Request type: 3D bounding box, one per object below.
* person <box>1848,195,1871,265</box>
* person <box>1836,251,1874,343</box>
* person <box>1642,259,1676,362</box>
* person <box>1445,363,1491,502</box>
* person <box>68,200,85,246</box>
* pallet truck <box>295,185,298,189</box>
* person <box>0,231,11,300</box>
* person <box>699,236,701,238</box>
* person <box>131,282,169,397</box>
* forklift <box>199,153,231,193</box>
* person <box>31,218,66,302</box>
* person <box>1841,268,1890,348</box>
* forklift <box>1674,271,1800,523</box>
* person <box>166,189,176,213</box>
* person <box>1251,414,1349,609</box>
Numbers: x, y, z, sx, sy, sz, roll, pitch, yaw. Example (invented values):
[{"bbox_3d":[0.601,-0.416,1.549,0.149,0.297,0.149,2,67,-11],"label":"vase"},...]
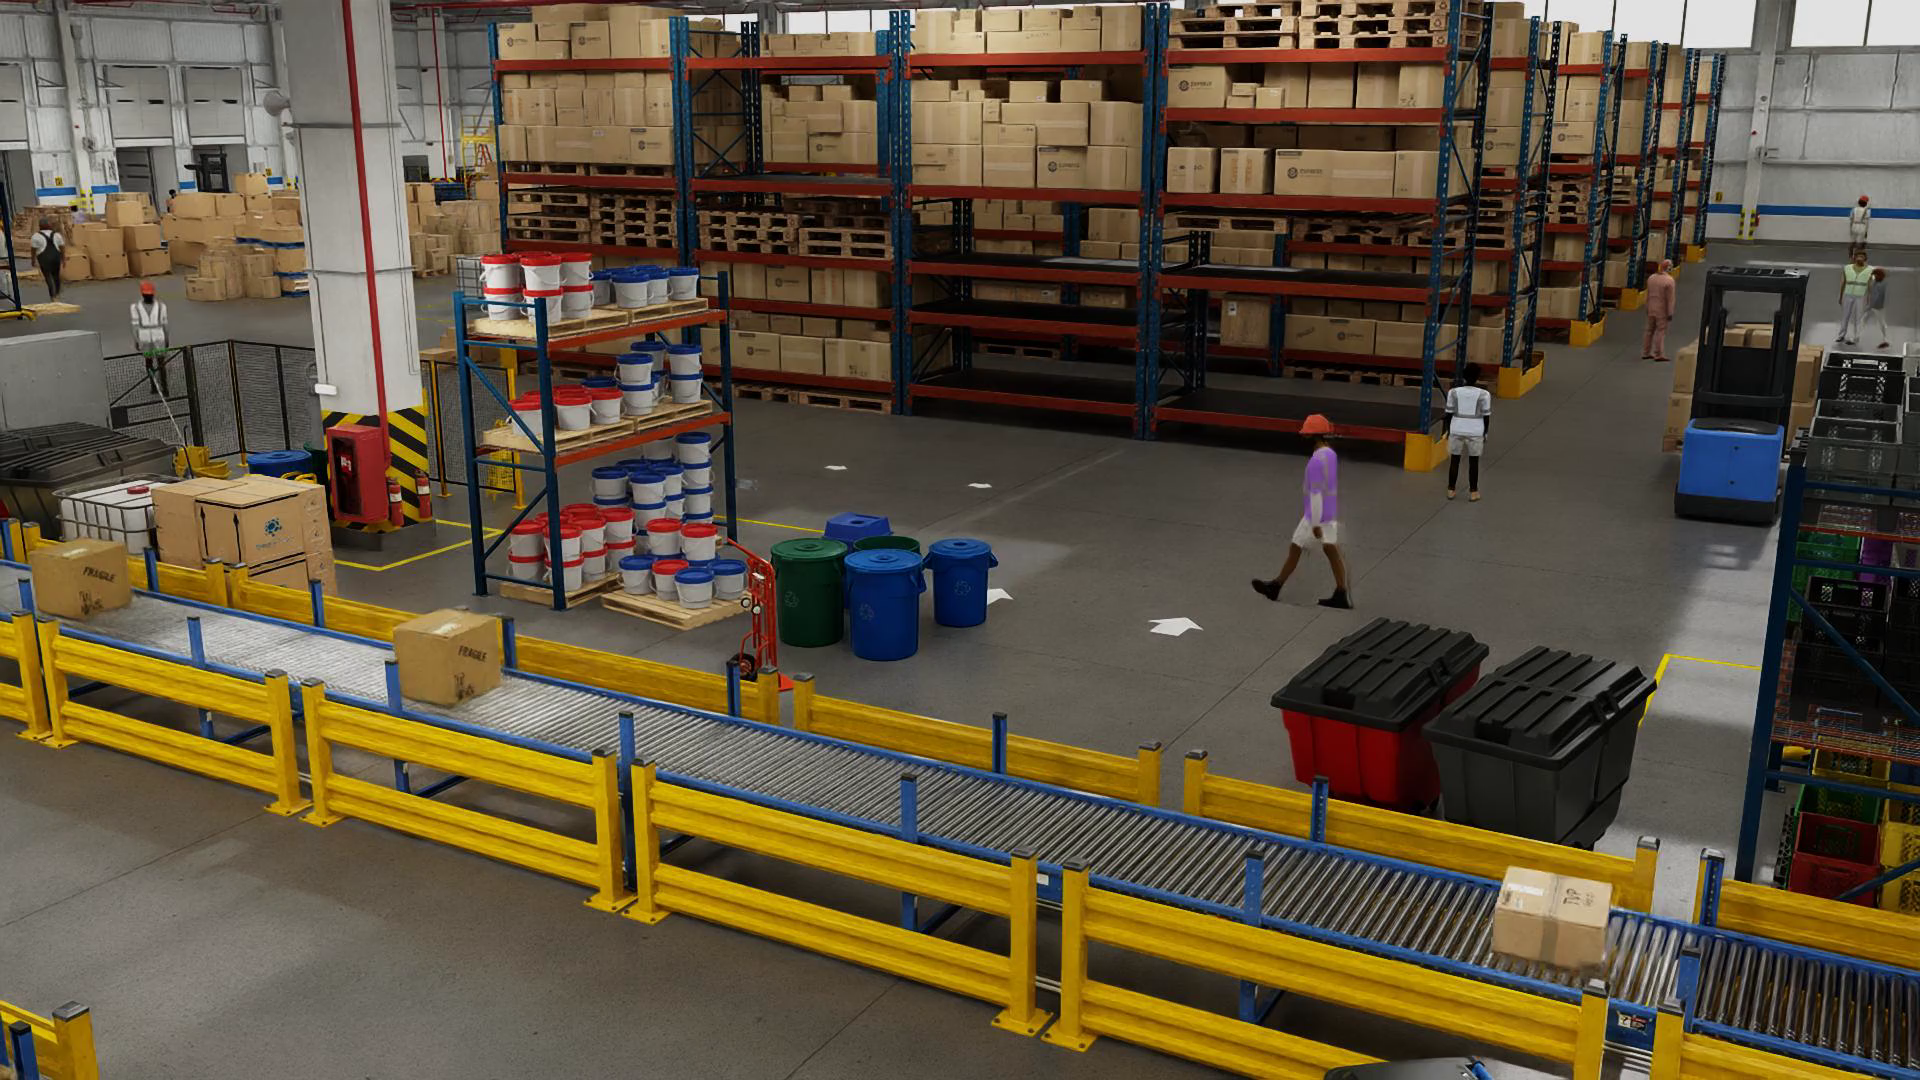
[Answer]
[{"bbox_3d":[26.642,-9.156,49.162,0.793,2.016,0.643,-9,17,-30],"label":"person"},{"bbox_3d":[18.044,-4.905,33.519,0.570,1.844,0.379,11,18,34],"label":"person"},{"bbox_3d":[13.123,-4.294,31.131,0.398,1.899,0.647,-6,16,-22],"label":"person"},{"bbox_3d":[6.186,-1.310,20.291,0.542,1.695,0.316,7,16,25],"label":"person"},{"bbox_3d":[-26.302,-9.179,49.536,0.598,1.868,1.029,10,18,32],"label":"person"},{"bbox_3d":[-26.804,-14.617,69.738,1.885,1.965,0.823,-14,20,-42],"label":"pallet truck"},{"bbox_3d":[-23.528,-6.856,40.677,0.372,1.940,0.632,-3,15,-10],"label":"person"},{"bbox_3d":[-7.596,-9.156,49.917,0.534,1.623,0.370,5,16,18],"label":"person"},{"bbox_3d":[-13.318,-3.297,27.410,0.556,1.874,1.013,-7,17,-25],"label":"person"},{"bbox_3d":[-27.440,-12.865,61.464,1.873,2.768,1.129,8,17,28],"label":"forklift"},{"bbox_3d":[-22.196,-6.842,40.429,1.000,2.000,0.696,12,19,39],"label":"person"},{"bbox_3d":[17.978,-4.554,32.704,0.877,1.583,0.500,-1,15,-4],"label":"person"},{"bbox_3d":[9.269,-1.763,19.726,1.129,2.768,1.873,8,17,27],"label":"forklift"},{"bbox_3d":[-27.637,-11.482,58.529,0.322,1.697,0.535,11,18,35],"label":"person"},{"bbox_3d":[3.361,-0.284,16.068,0.975,1.887,0.550,10,18,33],"label":"person"}]
